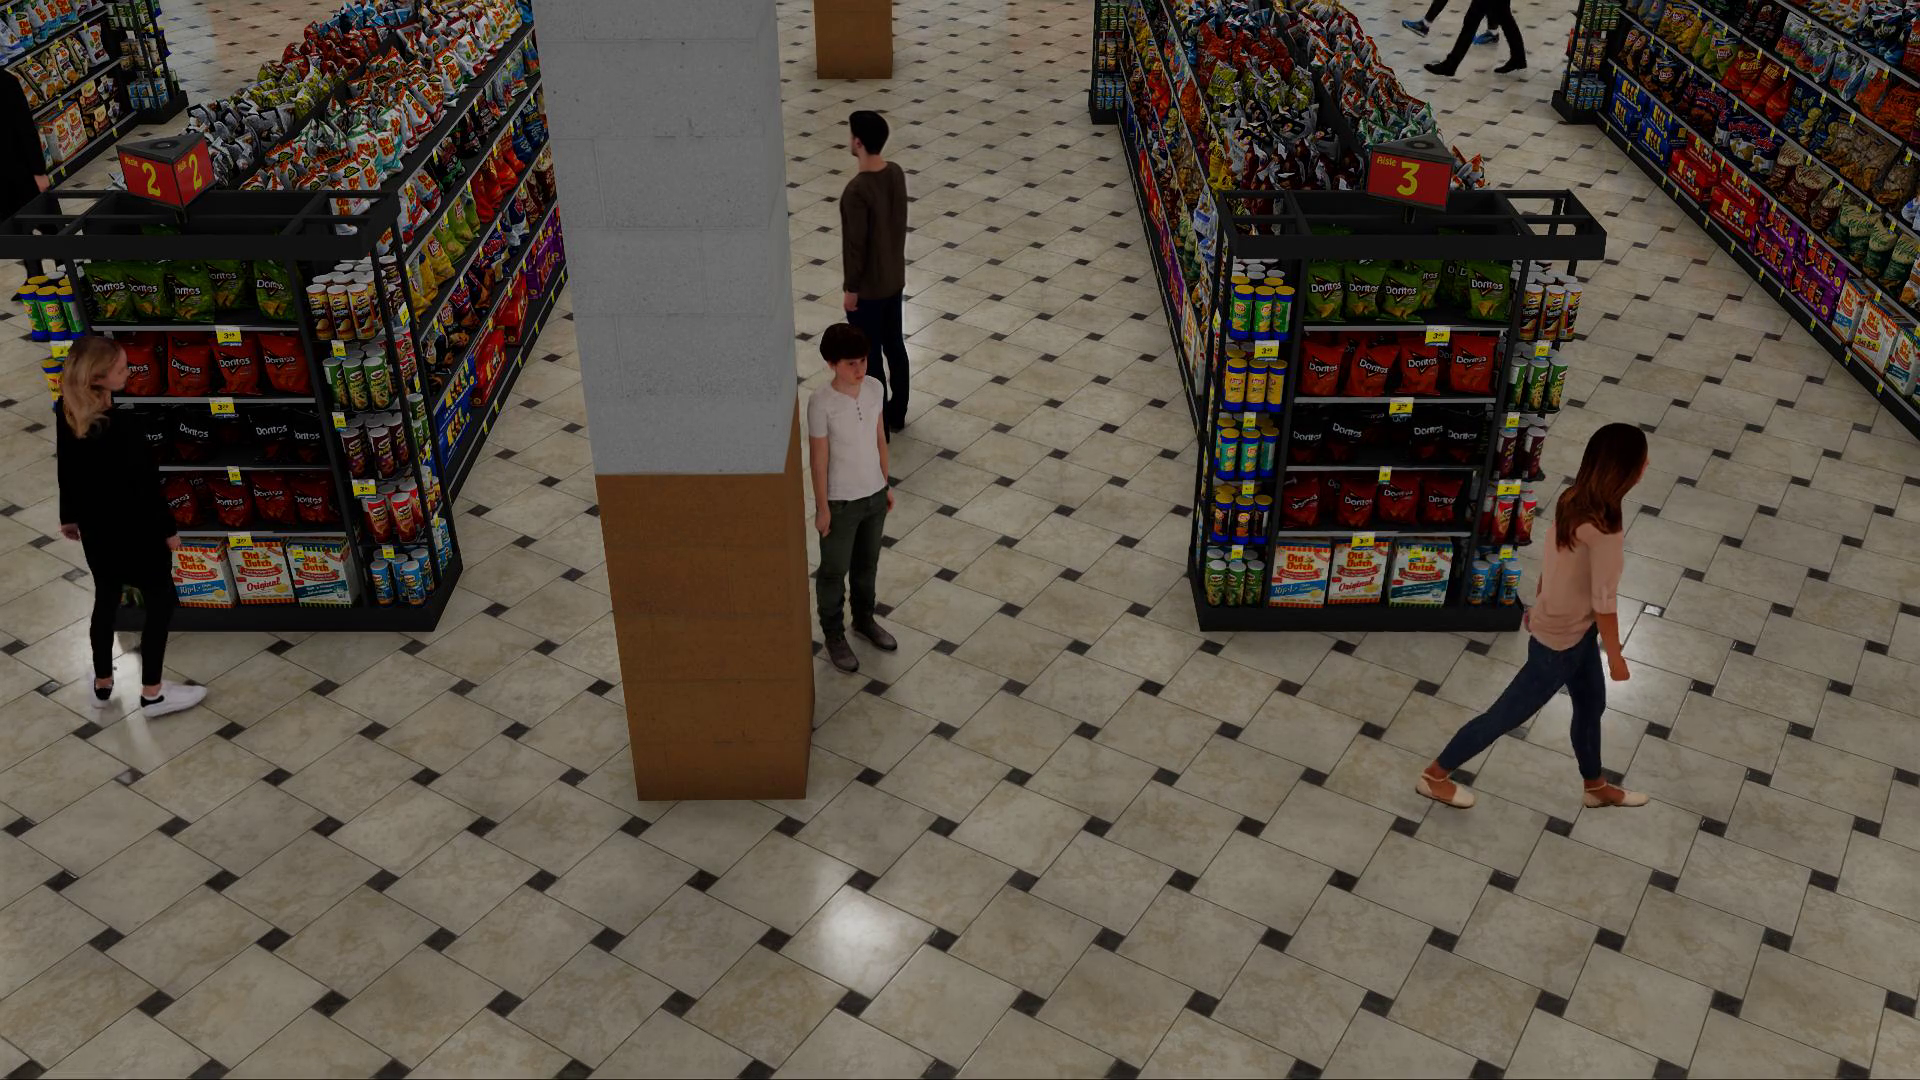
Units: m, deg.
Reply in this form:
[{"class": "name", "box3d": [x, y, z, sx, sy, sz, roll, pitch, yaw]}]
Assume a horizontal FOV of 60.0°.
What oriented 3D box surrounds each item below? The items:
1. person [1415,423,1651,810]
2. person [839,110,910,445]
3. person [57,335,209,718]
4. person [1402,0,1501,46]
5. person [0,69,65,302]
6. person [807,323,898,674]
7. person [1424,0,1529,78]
[{"class": "person", "box3d": [2.208, 0.380, 6.363, 0.790, 1.743, 1.133, 5, 32, 8]}, {"class": "person", "box3d": [-0.468, -1.427, 9.131, 0.794, 1.887, 0.667, 16, 35, 24]}, {"class": "person", "box3d": [-3.570, -0.006, 6.955, 0.906, 1.773, 0.827, 7, 32, 10]}, {"class": "person", "box3d": [5.057, -5.644, 16.013, 0.760, 1.776, 1.087, -1, 32, -1]}, {"class": "person", "box3d": [-6.151, -2.392, 10.778, 0.742, 1.786, 0.664, 6, 32, 9]}, {"class": "person", "box3d": [-0.486, -0.202, 7.382, 0.666, 1.654, 0.716, -25, 40, -34]}, {"class": "person", "box3d": [4.947, -5.086, 15.102, 0.756, 1.792, 1.139, 0, 32, 1]}]
